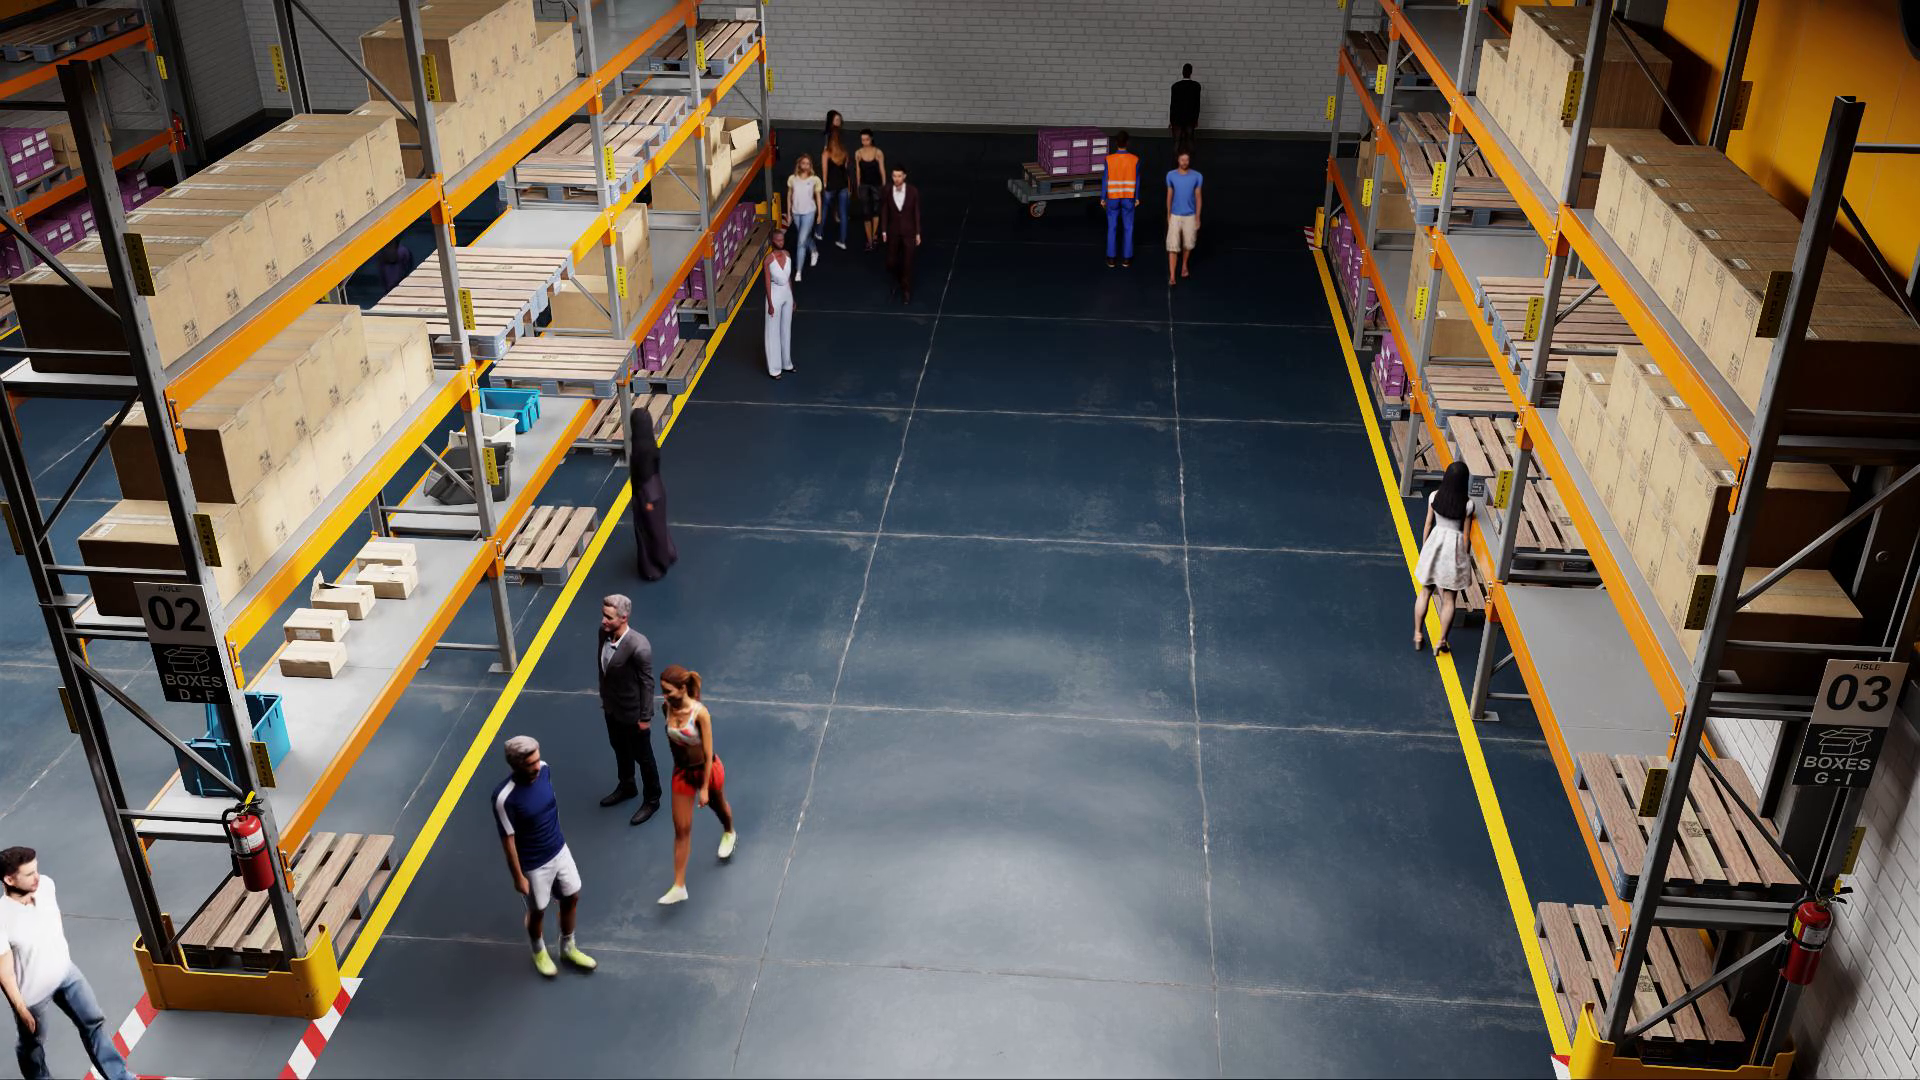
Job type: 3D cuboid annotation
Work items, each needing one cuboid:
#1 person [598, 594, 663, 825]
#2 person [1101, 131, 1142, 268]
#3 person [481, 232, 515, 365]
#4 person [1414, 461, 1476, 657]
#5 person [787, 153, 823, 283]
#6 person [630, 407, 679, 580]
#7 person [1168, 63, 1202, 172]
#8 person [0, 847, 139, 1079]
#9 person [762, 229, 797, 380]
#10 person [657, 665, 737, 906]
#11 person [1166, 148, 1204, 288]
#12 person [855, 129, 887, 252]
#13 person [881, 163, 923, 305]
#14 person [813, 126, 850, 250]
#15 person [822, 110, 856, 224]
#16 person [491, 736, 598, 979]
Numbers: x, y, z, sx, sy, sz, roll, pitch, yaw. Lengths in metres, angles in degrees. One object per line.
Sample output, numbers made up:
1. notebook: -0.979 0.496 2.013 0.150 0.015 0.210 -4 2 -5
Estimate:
1. person: -2.437 1.191 12.122 0.803 1.842 0.819 22 36 35
2. person: 2.211 -4.697 22.898 0.693 1.860 0.595 1 29 2
3. person: -5.443 -2.884 19.744 0.599 1.696 0.584 3 29 5
4. person: 4.112 0.153 14.101 0.776 1.769 0.801 19 34 30
5. person: -2.107 -4.419 22.577 0.674 1.678 1.149 4 29 7
6. person: -2.848 -0.410 15.333 0.828 1.577 0.651 -12 31 -21
7. person: 3.604 -6.741 26.707 0.714 1.800 0.659 -5 29 -10
8. person: -5.406 2.542 9.673 0.970 1.815 1.115 12 31 20
9. person: -2.124 -2.777 19.455 0.697 1.786 0.591 21 35 33
10. person: -1.762 1.590 11.509 0.837 1.728 1.254 10 30 18
11. person: 3.003 -4.355 22.315 0.682 1.816 1.219 3 29 6
12. person: -1.258 -5.017 23.657 0.678 1.695 1.031 -3 29 -5
13. person: -0.745 -4.032 21.685 0.687 1.853 0.777 2 29 4
14. person: -1.721 -4.951 23.546 0.876 1.685 1.041 -13 31 -22
15. person: -1.879 -5.518 24.577 0.783 1.692 0.711 21 35 34
16. person: -2.750 1.992 10.676 0.882 1.820 0.806 17 33 28
